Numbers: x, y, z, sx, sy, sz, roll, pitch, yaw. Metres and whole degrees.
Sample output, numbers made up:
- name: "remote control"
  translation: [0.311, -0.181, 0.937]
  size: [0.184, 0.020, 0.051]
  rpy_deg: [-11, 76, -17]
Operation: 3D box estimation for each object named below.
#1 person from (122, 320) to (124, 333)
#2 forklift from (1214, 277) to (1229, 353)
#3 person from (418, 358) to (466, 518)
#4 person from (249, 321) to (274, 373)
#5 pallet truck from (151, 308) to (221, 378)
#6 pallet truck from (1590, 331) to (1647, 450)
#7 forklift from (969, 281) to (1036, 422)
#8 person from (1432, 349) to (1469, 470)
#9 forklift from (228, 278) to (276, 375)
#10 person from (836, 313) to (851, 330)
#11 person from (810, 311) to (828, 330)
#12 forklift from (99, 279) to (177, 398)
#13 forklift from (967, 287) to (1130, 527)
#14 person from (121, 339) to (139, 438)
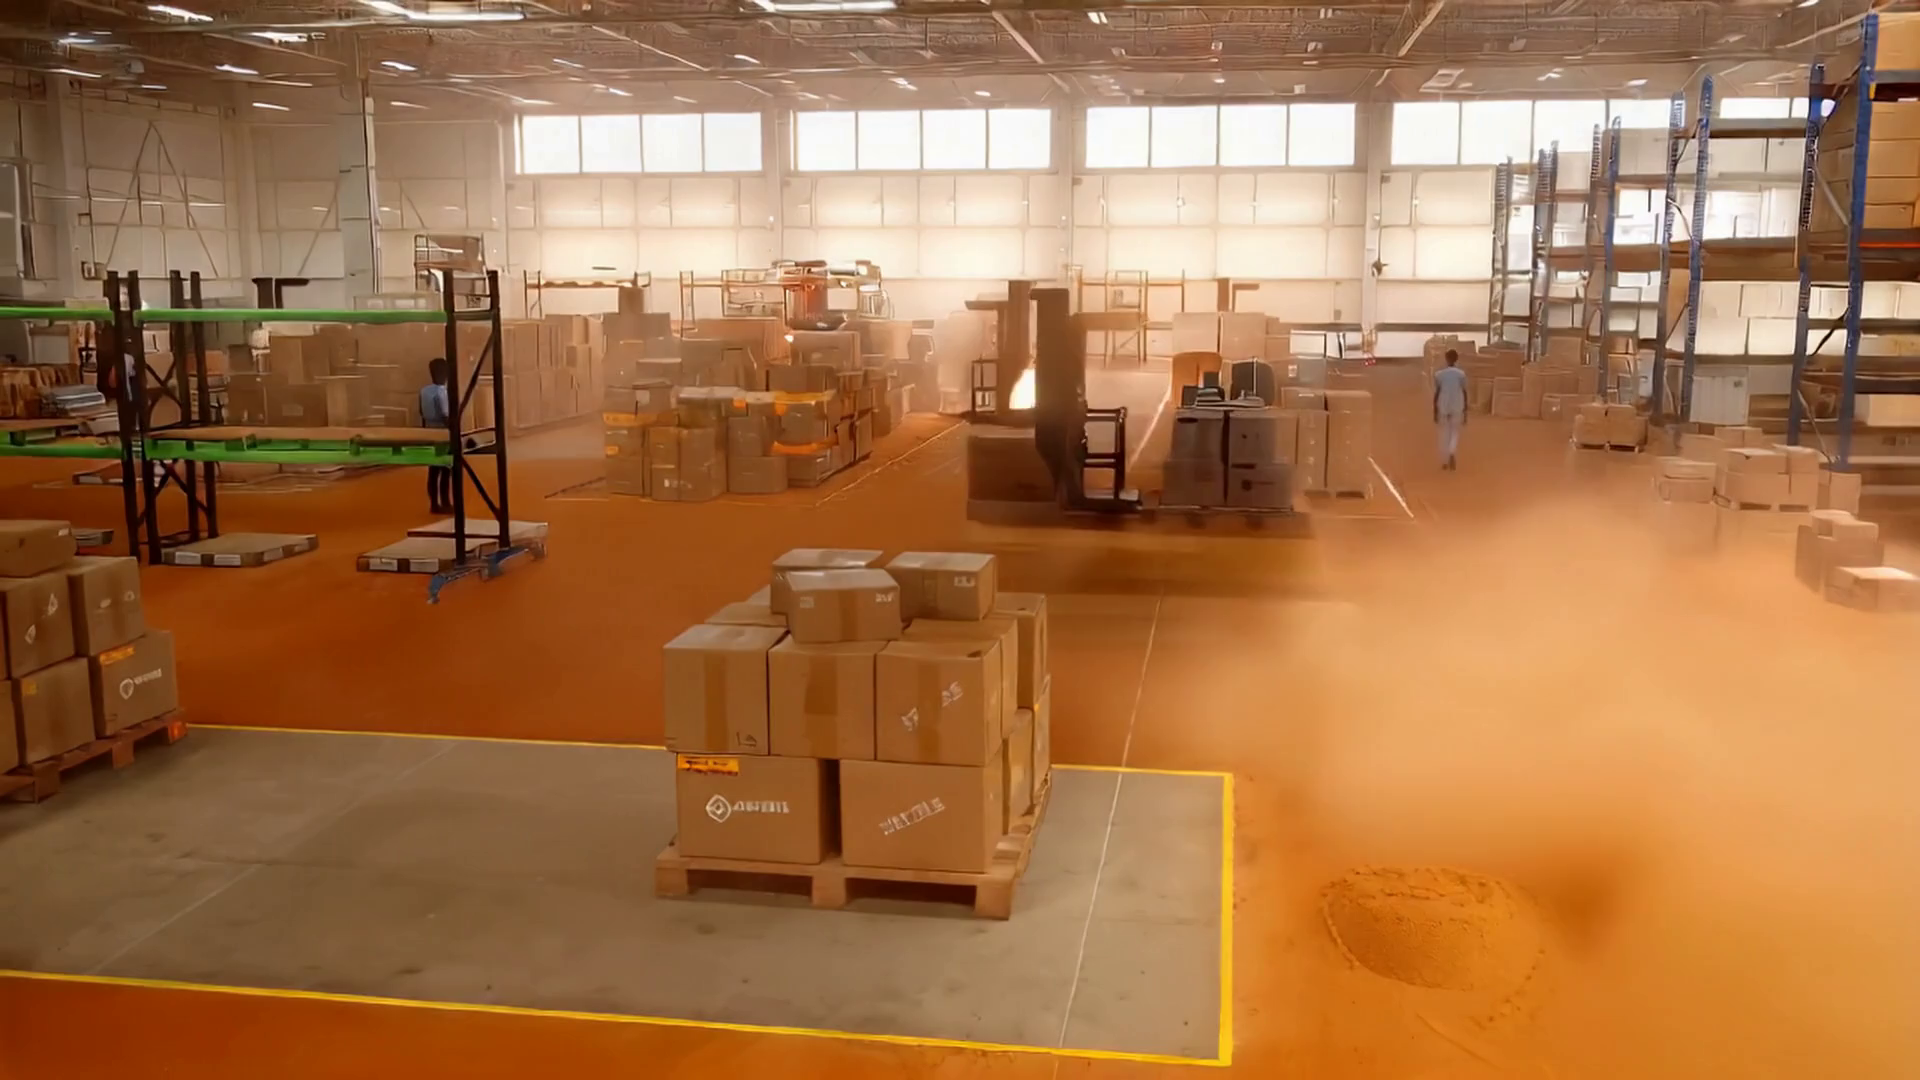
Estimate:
- name: "person"
  translation: [-25.929, -6.087, 51.357]
  size: [0.502, 1.618, 0.570]
  rpy_deg: [2, 10, 15]
- name: "forklift"
  translation: [7.628, -6.239, 48.394]
  size: [1.873, 2.768, 1.129]
  rpy_deg: [1, 9, 9]
- name: "person"
  translation: [-6.384, -1.248, 20.420]
  size: [0.600, 1.967, 0.368]
  rpy_deg: [8, 12, 42]
- name: "person"
  translation: [-17.183, -4.535, 41.007]
  size: [0.694, 1.863, 0.436]
  rpy_deg: [0, 9, -1]
- name: "pallet truck"
  translation: [-21.869, -5.598, 47.154]
  size: [0.823, 1.965, 1.885]
  rpy_deg: [4, 10, 26]
- name: "pallet truck"
  translation: [11.253, -2.573, 28.499]
  size: [0.823, 1.965, 1.885]
  rpy_deg: [5, 10, 27]
- name: "forklift"
  translation: [1.194, -3.753, 33.059]
  size: [1.873, 2.768, 1.129]
  rpy_deg: [1, 9, 9]
- name: "person"
  translation: [7.444, -1.972, 25.243]
  size: [0.544, 1.852, 0.449]
  rpy_deg: [4, 10, 23]
- name: "forklift"
  translation: [-17.894, -5.356, 42.944]
  size: [1.873, 2.768, 1.129]
  rpy_deg: [-3, 10, -18]
- name: "person"
  translation: [-3.092, -5.204, 45.113]
  size: [0.713, 1.879, 0.610]
  rpy_deg: [-8, 12, -42]
- name: "person"
  translation: [-3.966, -5.441, 46.497]
  size: [0.643, 1.906, 0.785]
  rpy_deg: [6, 11, 32]
- name: "forklift"
  translation: [-19.606, -4.720, 39.027]
  size: [1.873, 2.768, 1.129]
  rpy_deg: [1, 9, 9]
- name: "forklift"
  translation: [1.076, -1.614, 19.871]
  size: [1.873, 2.768, 1.129]
  rpy_deg: [1, 9, 9]
- name: "person"
  translation: [-14.560, -2.610, 29.255]
  size: [0.368, 1.840, 0.528]
  rpy_deg: [-1, 9, -9]
